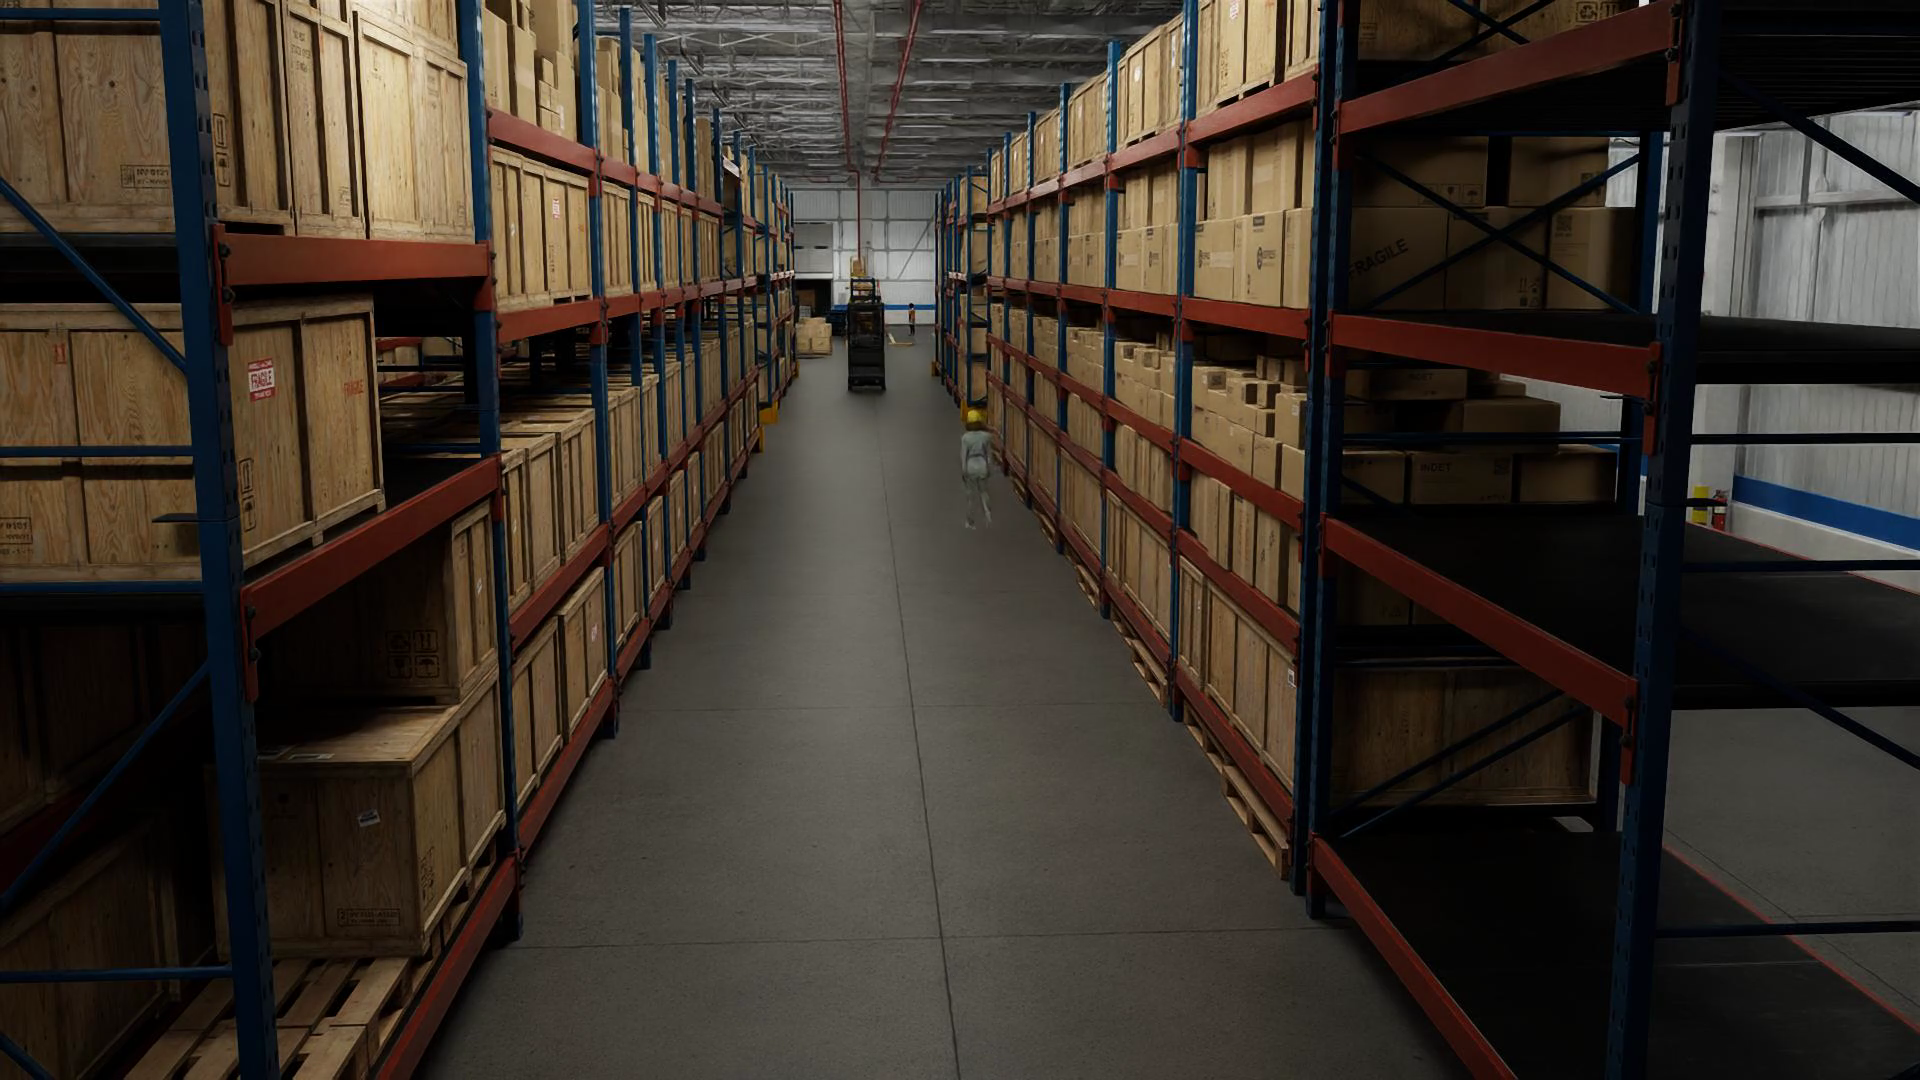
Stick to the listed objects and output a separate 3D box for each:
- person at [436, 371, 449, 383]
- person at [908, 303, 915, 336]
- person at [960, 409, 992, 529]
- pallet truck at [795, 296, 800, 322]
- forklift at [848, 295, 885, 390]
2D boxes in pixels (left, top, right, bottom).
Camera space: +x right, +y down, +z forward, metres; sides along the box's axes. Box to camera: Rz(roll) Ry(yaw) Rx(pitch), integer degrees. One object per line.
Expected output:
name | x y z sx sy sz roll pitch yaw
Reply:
person | -10.496 -2.630 33.941 0.410 1.619 0.513 2 10 11
person | -2.517 -11.501 86.719 0.319 1.693 0.540 4 10 23
person | 0.239 -1.003 23.865 0.487 1.733 0.490 -3 10 -16
pallet truck | -8.622 -12.439 91.403 1.885 1.965 0.823 2 10 13
forklift | -2.840 -5.996 50.287 1.129 2.768 1.873 -1 10 -3
